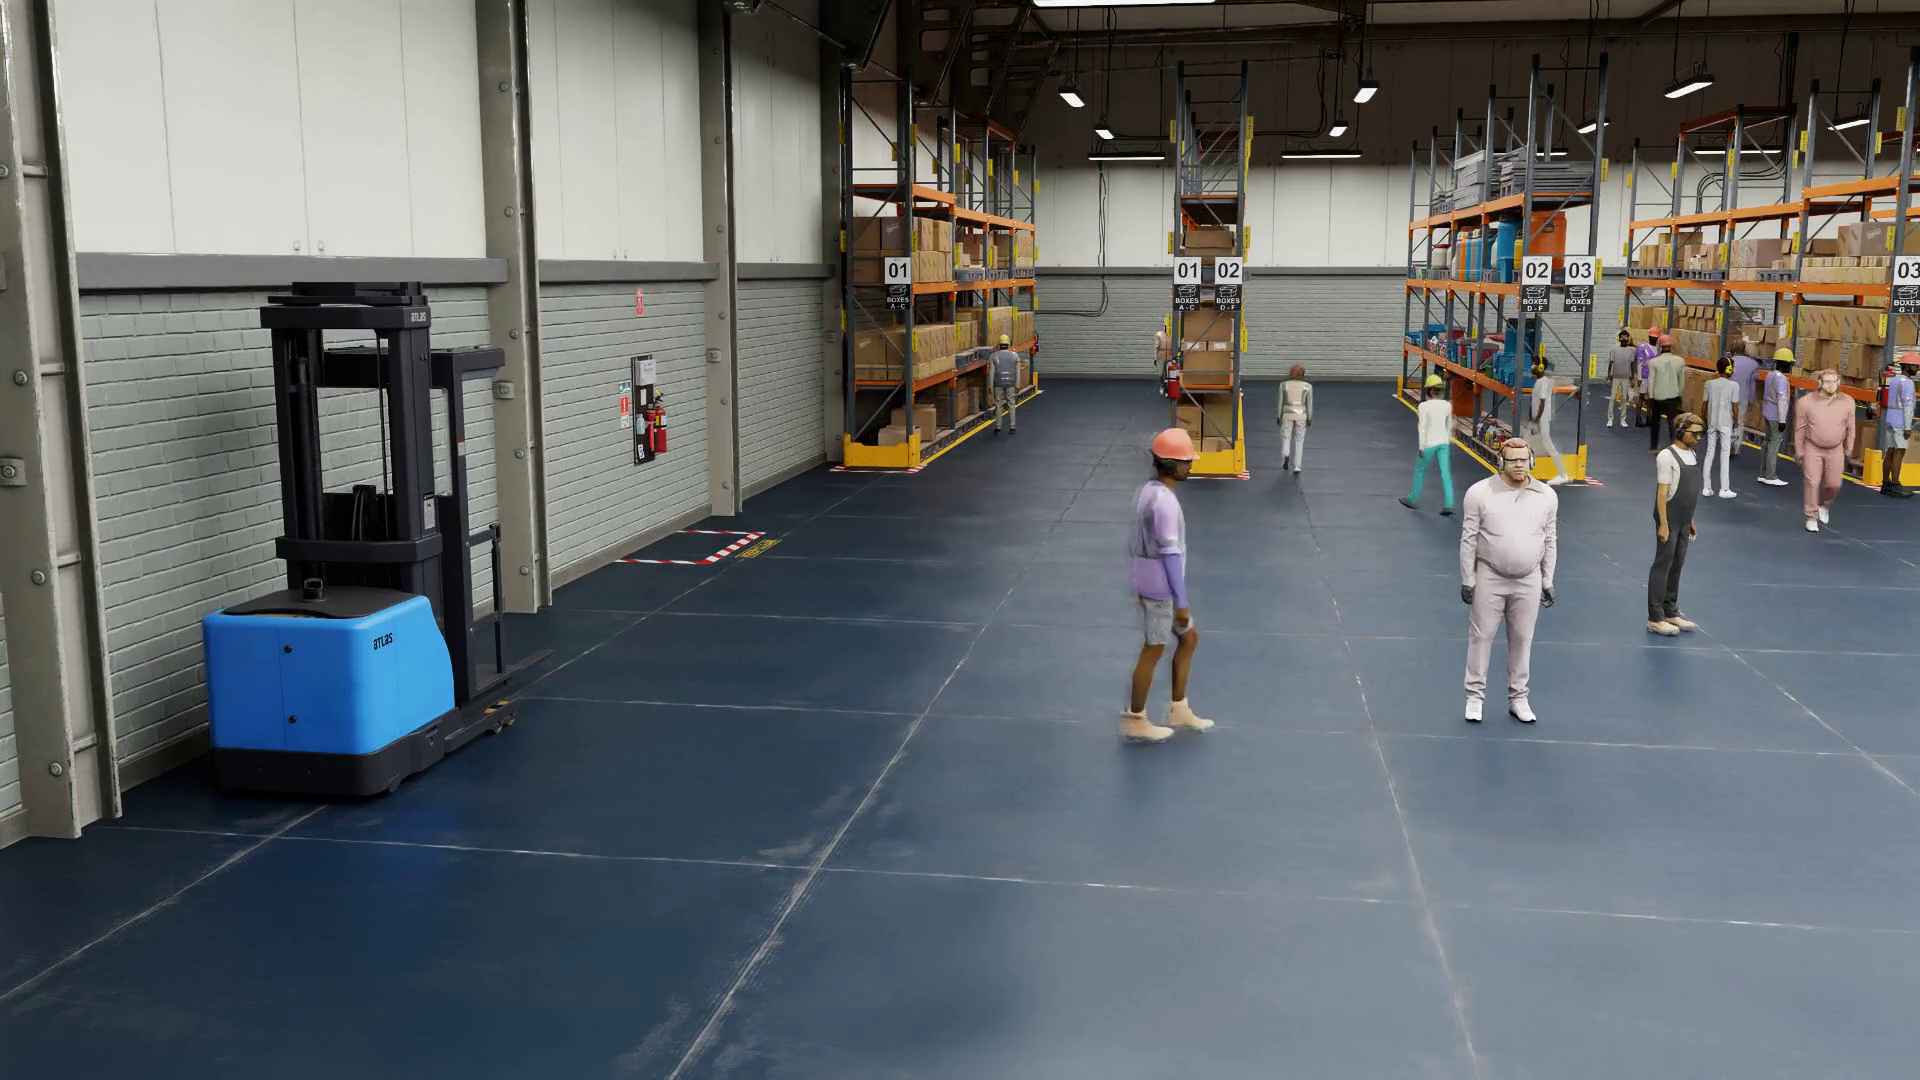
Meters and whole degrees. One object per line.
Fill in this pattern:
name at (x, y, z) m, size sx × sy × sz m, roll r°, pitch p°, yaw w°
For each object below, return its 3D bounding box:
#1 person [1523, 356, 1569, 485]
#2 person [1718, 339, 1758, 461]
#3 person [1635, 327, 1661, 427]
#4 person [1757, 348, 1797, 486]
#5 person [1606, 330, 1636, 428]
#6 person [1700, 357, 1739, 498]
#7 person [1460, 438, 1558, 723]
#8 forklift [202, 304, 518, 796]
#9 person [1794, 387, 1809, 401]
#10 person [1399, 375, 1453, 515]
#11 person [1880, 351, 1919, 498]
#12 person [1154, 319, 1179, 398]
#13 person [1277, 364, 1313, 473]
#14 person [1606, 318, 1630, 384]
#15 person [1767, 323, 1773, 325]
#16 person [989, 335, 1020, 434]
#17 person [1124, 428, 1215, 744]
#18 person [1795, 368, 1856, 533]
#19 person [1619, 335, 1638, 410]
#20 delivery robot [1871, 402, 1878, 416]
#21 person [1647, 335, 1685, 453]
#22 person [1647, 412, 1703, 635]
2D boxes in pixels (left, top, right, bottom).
person at (8.181, -1.691, 23.487) m, size 0.972 × 1.823 × 0.540 m, roll 1°, pitch 9°, yaw 6°
person at (12.371, -2.236, 26.539) m, size 0.631 × 1.922 × 0.431 m, roll 1°, pitch 9°, yaw 4°
person at (13.349, -3.153, 32.138) m, size 0.547 × 1.934 × 0.376 m, roll -2°, pitch 10°, yaw -15°
person at (11.521, -1.737, 23.435) m, size 0.381 × 1.923 × 0.595 m, roll 1°, pitch 9°, yaw 8°
person at (12.753, -3.111, 32.074) m, size 0.520 × 1.874 × 0.327 m, roll 2°, pitch 9°, yaw 12°
person at (10.156, -1.508, 22.219) m, size 0.334 × 1.864 × 0.521 m, roll -7°, pitch 12°, yaw -37°
person at (3.665, 0.270, 11.110) m, size 0.637 × 1.911 × 0.406 m, roll 0°, pitch 9°, yaw 3°
forklift at (-3.673, -0.038, 10.147) m, size 1.129 × 2.768 × 1.873 m, roll 1°, pitch 9°, yaw 9°
person at (18.202, -3.625, 35.980) m, size 0.501 × 1.631 × 0.287 m, roll 3°, pitch 10°, yaw 17°
person at (5.878, -1.190, 20.712) m, size 0.545 × 1.716 × 0.921 m, roll -3°, pitch 10°, yaw -20°
person at (12.627, -1.556, 22.290) m, size 0.376 × 1.934 × 0.547 m, roll 1°, pitch 9°, yaw 8°
person at (4.937, -4.368, 39.719) m, size 0.600 × 1.906 × 0.618 m, roll 2°, pitch 9°, yaw 11°
person at (4.981, -1.801, 24.751) m, size 0.533 × 1.624 × 0.432 m, roll 3°, pitch 10°, yaw 15°
person at (16.682, -4.680, 41.927) m, size 0.639 × 1.818 × 0.595 m, roll 7°, pitch 11°, yaw 36°
person at (17.708, -3.856, 36.712) m, size 0.635 × 1.888 × 1.023 m, roll 1°, pitch 9°, yaw 8°
person at (0.814, -2.879, 30.760) m, size 0.599 × 1.830 × 0.403 m, roll -2°, pitch 9°, yaw -10°
person at (1.393, 0.300, 10.564) m, size 0.747 × 2.019 × 0.650 m, roll 0°, pitch 9°, yaw 1°
person at (10.021, -1.049, 19.314) m, size 0.655 × 1.896 × 0.515 m, roll 2°, pitch 9°, yaw 14°
person at (14.390, -3.614, 35.920) m, size 0.527 × 1.619 × 0.355 m, roll 1°, pitch 9°, yaw 8°
delivery robot at (18.453, -2.662, 33.197) m, size 0.477 × 0.478 × 0.707 m, roll 2°, pitch 9°, yaw 14°
person at (11.613, -2.389, 27.339) m, size 0.619 × 1.967 × 0.836 m, roll 1°, pitch 9°, yaw 9°
person at (5.976, -0.145, 13.871) m, size 0.506 × 1.844 × 0.343 m, roll -8°, pitch 12°, yaw -39°
